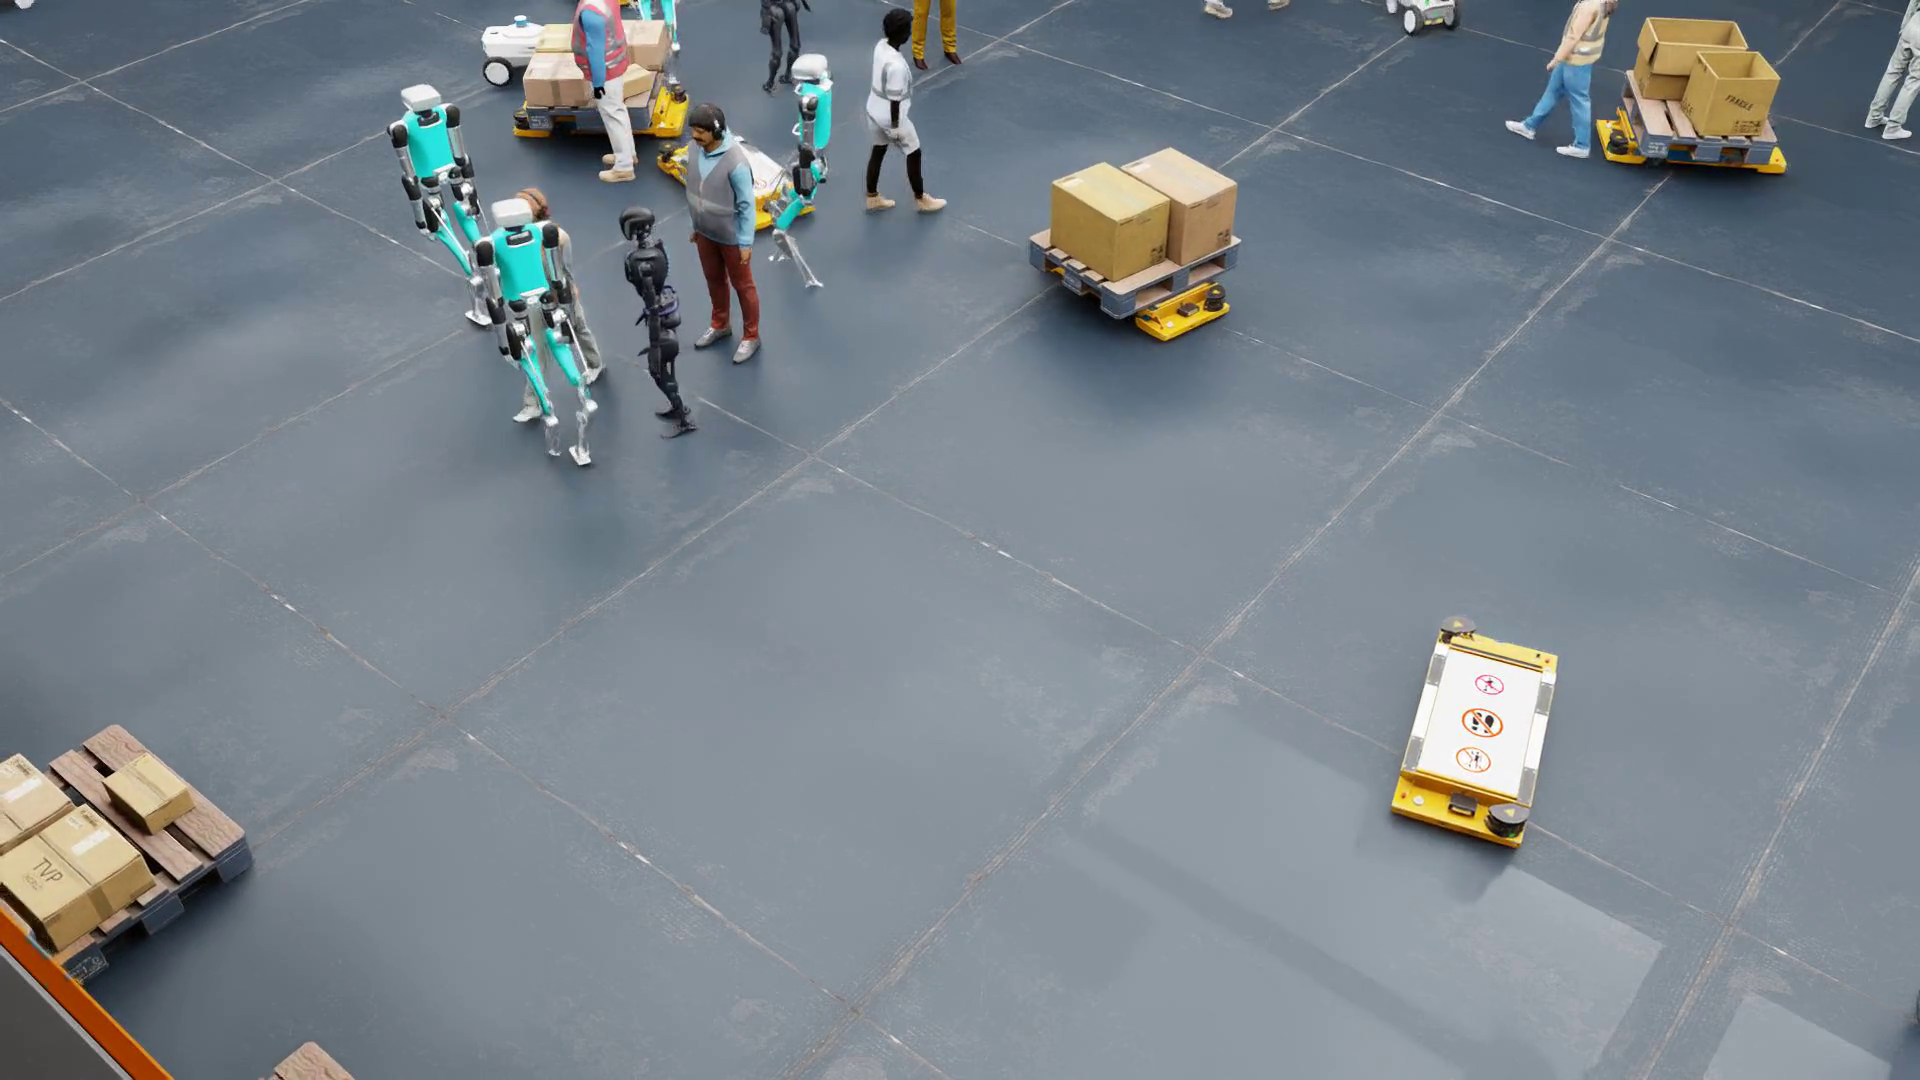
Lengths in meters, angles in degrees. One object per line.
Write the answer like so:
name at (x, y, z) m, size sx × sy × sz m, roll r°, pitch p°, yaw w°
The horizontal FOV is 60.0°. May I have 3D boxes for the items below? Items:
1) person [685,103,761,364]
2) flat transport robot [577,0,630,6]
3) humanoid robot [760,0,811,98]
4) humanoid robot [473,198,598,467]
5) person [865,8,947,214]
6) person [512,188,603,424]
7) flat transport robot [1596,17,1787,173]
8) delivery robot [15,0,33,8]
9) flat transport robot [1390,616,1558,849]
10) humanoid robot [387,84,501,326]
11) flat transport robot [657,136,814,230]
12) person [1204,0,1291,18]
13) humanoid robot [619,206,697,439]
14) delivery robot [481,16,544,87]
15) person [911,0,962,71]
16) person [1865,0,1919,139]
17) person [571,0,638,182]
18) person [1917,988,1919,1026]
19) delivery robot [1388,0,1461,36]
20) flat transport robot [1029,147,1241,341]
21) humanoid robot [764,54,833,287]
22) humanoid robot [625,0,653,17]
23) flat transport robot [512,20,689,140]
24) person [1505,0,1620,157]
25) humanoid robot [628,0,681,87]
person at (-1.603, -2.102, 11.308) m, size 0.547 × 1.875 × 0.408 m, roll 25°, pitch 46°, yaw 27°
flat transport robot at (-3.697, -5.711, 16.797) m, size 0.659 × 0.231 × 1.431 m, roll -22°, pitch 45°, yaw -24°
humanoid robot at (-1.575, -4.727, 14.565) m, size 0.342 × 1.646 × 0.606 m, roll 22°, pitch 45°, yaw 24°
humanoid robot at (-2.544, -1.175, 10.348) m, size 0.546 × 1.785 × 0.835 m, roll -24°, pitch 46°, yaw -25°
person at (-0.428, -3.313, 12.888) m, size 0.728 × 1.663 × 0.541 m, roll -13°, pitch 42°, yaw -15°
person at (-2.709, -1.564, 10.890) m, size 0.521 × 1.588 × 0.881 m, roll 15°, pitch 43°, yaw 17°
flat transport robot at (6.171, -3.380, 14.055) m, size 1.431 × 0.231 × 0.659 m, roll 6°, pitch 41°, yaw 6°
delivery robot at (-9.564, -5.431, 16.253) m, size 0.794 × 0.603 × 0.499 m, roll -21°, pitch 45°, yaw -23°
flat transport robot at (2.780, 0.996, 8.906) m, size 0.659 × 0.231 × 1.431 m, roll 15°, pitch 43°, yaw 17°
humanoid robot at (-3.454, -2.204, 11.603) m, size 0.747 × 1.866 × 0.540 m, roll 30°, pitch 49°, yaw 30°
flat transport robot at (-1.841, -2.936, 13.532) m, size 0.659 × 0.231 × 1.431 m, roll -25°, pitch 46°, yaw -27°
person at (2.809, -5.900, 15.822) m, size 0.958 × 1.847 × 0.564 m, roll -28°, pitch 48°, yaw -29°
humanoid robot at (-1.923, -1.381, 10.618) m, size 0.331 × 1.648 × 0.603 m, roll -7°, pitch 41°, yaw -8°
delivery robot at (-3.964, -4.453, 15.098) m, size 0.779 × 0.597 × 0.499 m, roll 0°, pitch 40°, yaw 0°
person at (-0.211, -5.098, 14.936) m, size 0.529 × 1.749 × 0.342 m, roll -15°, pitch 43°, yaw -17°
person at (8.066, -4.190, 13.880) m, size 0.320 × 1.729 × 0.489 m, roll -16°, pitch 43°, yaw -18°
person at (-2.862, -3.772, 13.314) m, size 0.432 × 1.835 × 0.630 m, roll 0°, pitch 40°, yaw 0°
person at (4.595, 1.554, 7.048) m, size 0.397 × 1.832 × 0.573 m, roll -30°, pitch 48°, yaw -30°
delivery robot at (4.459, -5.213, 16.002) m, size 0.499 × 0.611 × 0.809 m, roll -11°, pitch 42°, yaw -13°
flat transport robot at (1.275, -1.957, 12.381) m, size 0.659 × 0.231 × 1.431 m, roll -27°, pitch 47°, yaw -28°
humanoid robot at (-1.291, -2.667, 12.146) m, size 0.796 × 1.846 × 0.530 m, roll 7°, pitch 41°, yaw 8°
humanoid robot at (-3.109, -5.916, 15.886) m, size 0.692 × 1.775 × 0.541 m, roll -27°, pitch 47°, yaw -28°
flat transport robot at (-3.116, -3.733, 14.470) m, size 1.431 × 0.231 × 0.659 m, roll 0°, pitch 40°, yaw 0°
person at (5.026, -4.006, 13.690) m, size 0.761 × 1.692 × 0.505 m, roll 20°, pitch 44°, yaw 22°
humanoid robot at (-2.650, -4.763, 14.544) m, size 0.542 × 1.792 × 0.689 m, roll -11°, pitch 42°, yaw -13°
